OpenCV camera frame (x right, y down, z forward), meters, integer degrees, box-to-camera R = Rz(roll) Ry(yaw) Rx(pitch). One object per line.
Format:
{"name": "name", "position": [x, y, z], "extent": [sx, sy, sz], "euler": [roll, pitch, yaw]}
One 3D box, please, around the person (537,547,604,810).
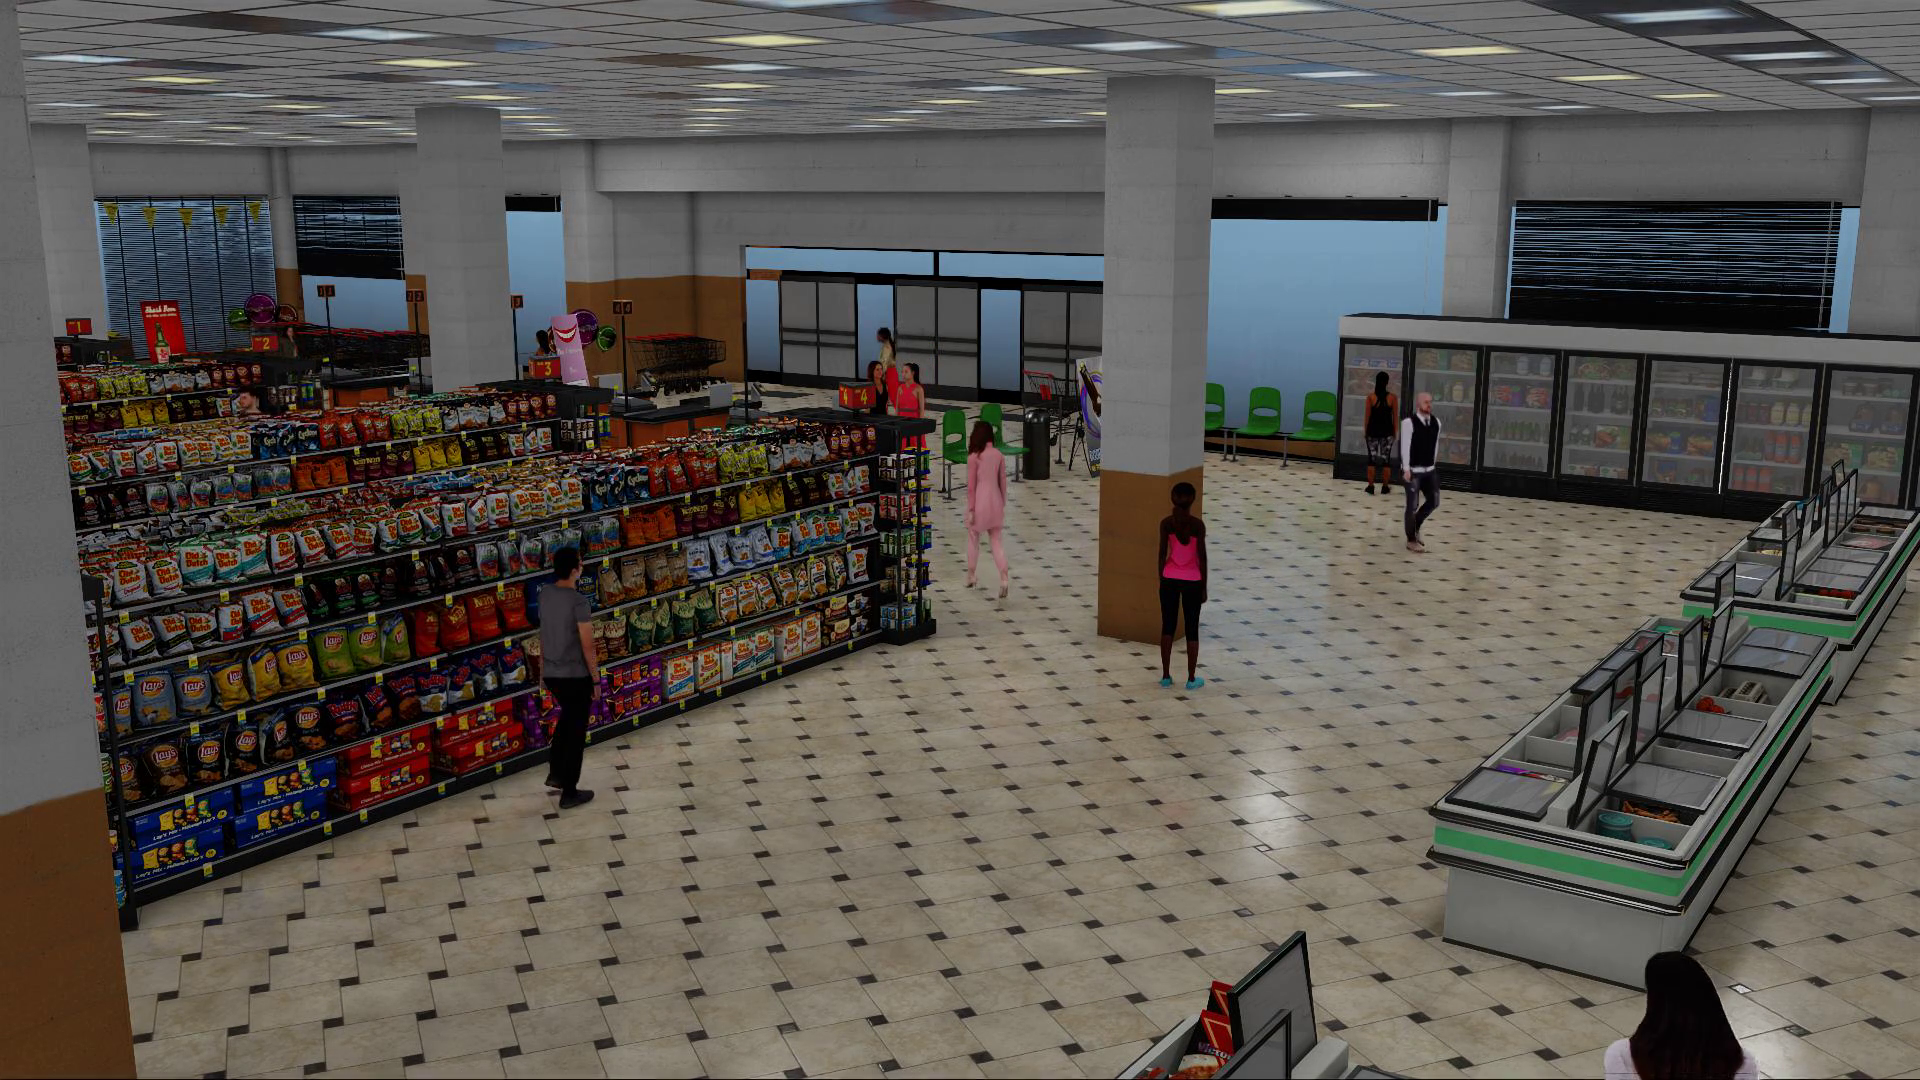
{"name": "person", "position": [-2.645, 0.918, 10.948], "extent": [0.628, 1.742, 0.592], "euler": [8, 14, 34]}

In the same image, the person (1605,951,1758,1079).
{"name": "person", "position": [2.267, 2.153, 5.258], "extent": [0.713, 1.669, 0.719], "euler": [4, 13, 19]}

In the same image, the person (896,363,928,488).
{"name": "person", "position": [-0.679, -1.566, 22.785], "extent": [0.640, 1.725, 0.598], "euler": [6, 13, 27]}

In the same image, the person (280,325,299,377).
{"name": "person", "position": [-13.065, -3.419, 32.256], "extent": [0.921, 1.450, 1.027], "euler": [2, 12, 9]}

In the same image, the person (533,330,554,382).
{"name": "person", "position": [-7.270, -2.848, 29.069], "extent": [0.785, 1.645, 0.664], "euler": [1, 12, 3]}

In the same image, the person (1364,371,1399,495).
{"name": "person", "position": [5.665, -1.459, 22.431], "extent": [0.656, 1.662, 0.642], "euler": [2, 12, 9]}

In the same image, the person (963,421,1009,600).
{"name": "person", "position": [0.299, -0.255, 16.476], "extent": [1.148, 1.759, 1.054], "euler": [-5, 13, -23]}

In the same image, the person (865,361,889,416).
{"name": "person", "position": [-1.108, -1.452, 21.976], "extent": [0.674, 1.835, 0.511], "euler": [11, 16, 43]}

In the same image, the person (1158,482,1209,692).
{"name": "person", "position": [1.809, 0.370, 13.595], "extent": [0.615, 1.724, 0.616], "euler": [5, 13, 21]}

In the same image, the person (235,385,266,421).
{"name": "person", "position": [-7.932, -0.826, 18.892], "extent": [0.741, 1.882, 0.712], "euler": [4, 13, 20]}

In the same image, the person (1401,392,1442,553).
{"name": "person", "position": [5.140, -0.771, 18.816], "extent": [0.826, 1.805, 0.903], "euler": [-5, 13, -21]}
